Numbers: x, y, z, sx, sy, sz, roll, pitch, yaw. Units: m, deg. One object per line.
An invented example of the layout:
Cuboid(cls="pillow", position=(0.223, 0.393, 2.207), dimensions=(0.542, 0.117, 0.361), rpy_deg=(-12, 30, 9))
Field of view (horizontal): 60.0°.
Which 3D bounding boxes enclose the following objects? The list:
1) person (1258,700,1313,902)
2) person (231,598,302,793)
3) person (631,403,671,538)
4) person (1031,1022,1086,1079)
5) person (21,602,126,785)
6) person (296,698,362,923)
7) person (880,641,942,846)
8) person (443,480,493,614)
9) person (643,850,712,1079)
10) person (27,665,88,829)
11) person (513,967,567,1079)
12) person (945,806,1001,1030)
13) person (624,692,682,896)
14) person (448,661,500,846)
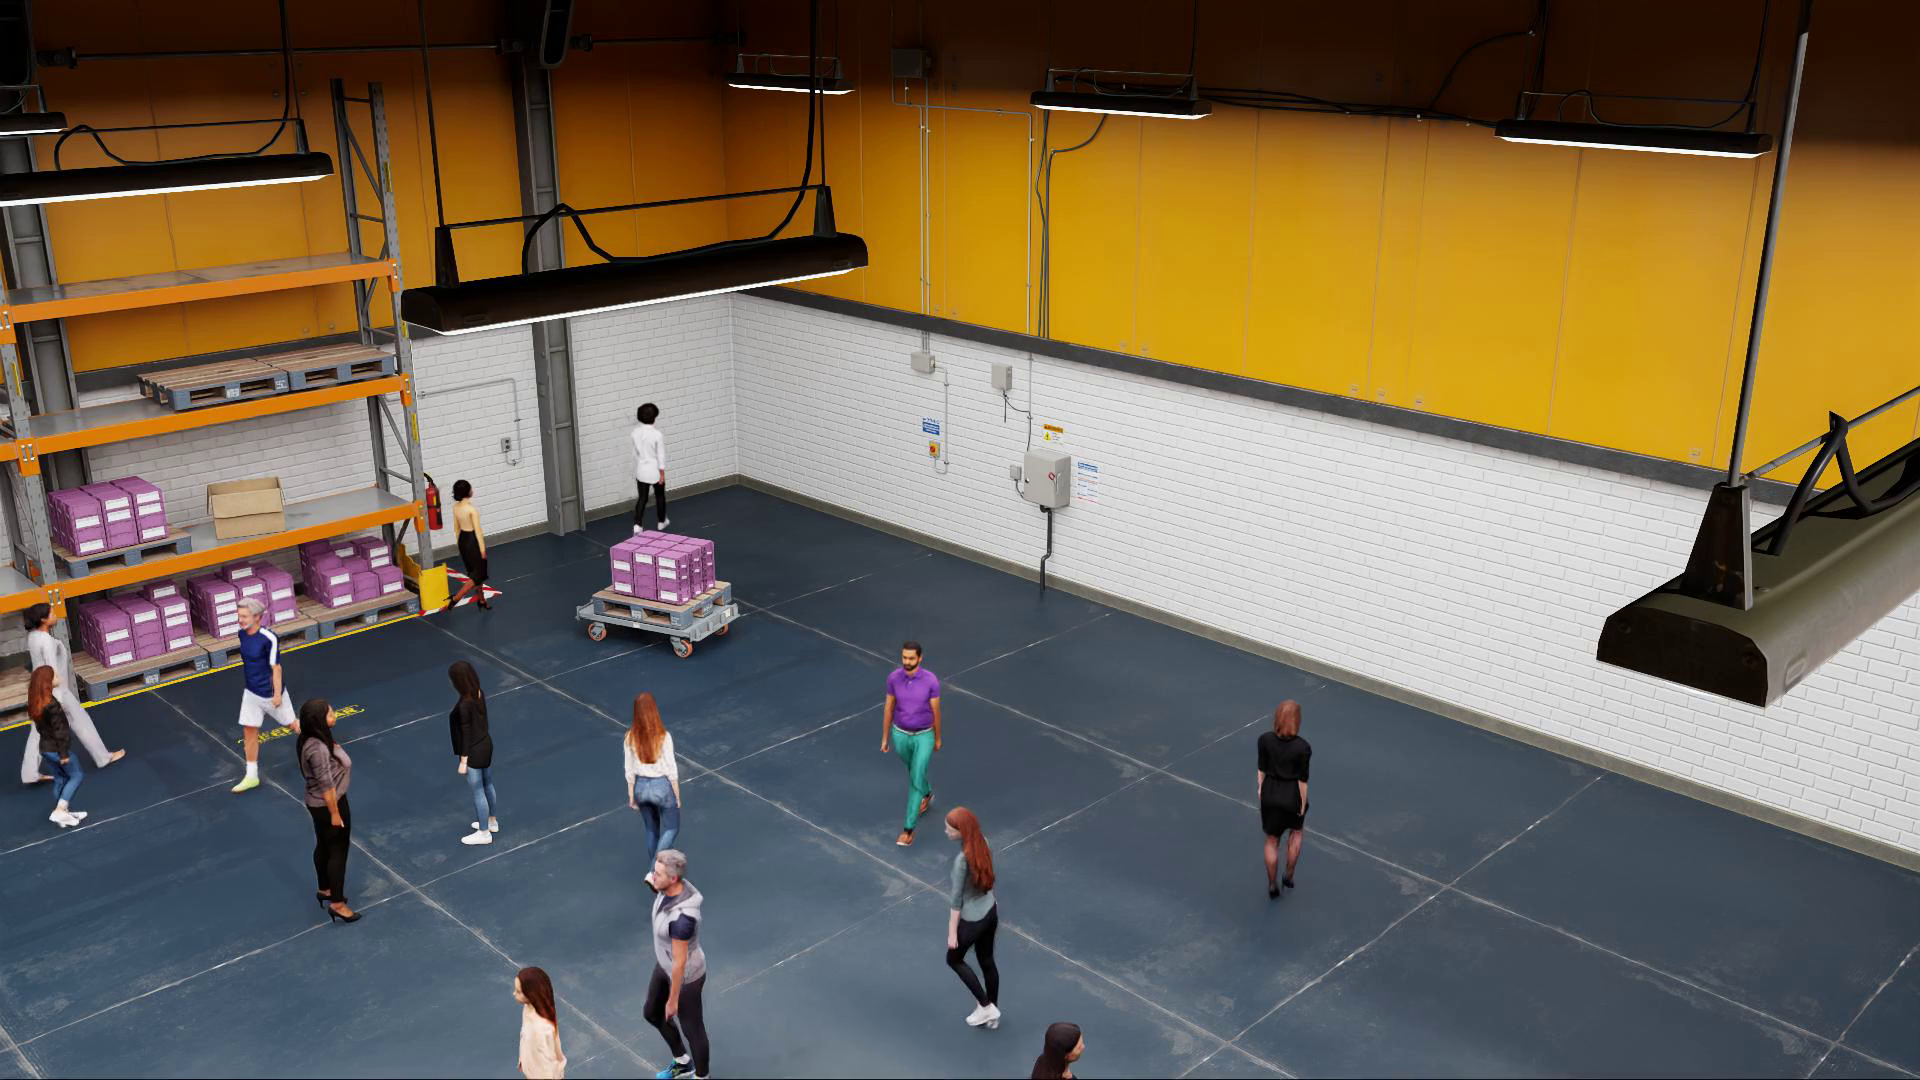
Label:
Cuboid(cls="person", position=(2.519, 2.097, 13.151), dimensions=(0.688, 1.692, 0.718), rpy_deg=(7, 20, 21))
Cuboid(cls="person", position=(-6.271, 1.351, 15.209), dimensions=(0.938, 1.794, 1.274), rpy_deg=(8, 20, 21))
Cuboid(cls="person", position=(-4.131, -0.893, 21.891), dimensions=(1.021, 1.782, 1.185), rpy_deg=(3, 19, 10))
Cuboid(cls="person", position=(0.444, 3.416, 9.141), dimensions=(0.934, 1.752, 0.814), rpy_deg=(-5, 19, -15))
Cuboid(cls="person", position=(-8.342, 1.431, 15.133), dimensions=(0.669, 1.691, 1.107), rpy_deg=(17, 25, 40))
Cuboid(cls="person", position=(-4.934, 2.088, 12.943), dimensions=(0.656, 1.842, 0.698), rpy_deg=(-12, 22, -32))
Cuboid(cls="person", position=(-0.377, 1.674, 14.371), dimensions=(1.029, 1.716, 1.298), rpy_deg=(6, 19, 16))
Cuboid(cls="person", position=(-5.655, 0.131, 19.077), dimensions=(0.656, 1.636, 0.919), rpy_deg=(13, 22, 33))
Cuboid(cls="person", position=(-1.728, 2.811, 10.839), dimensions=(0.792, 1.815, 0.817), rpy_deg=(-7, 20, -21))
Cuboid(cls="person", position=(-7.875, 1.814, 14.342), dimensions=(0.618, 1.469, 0.603), rpy_deg=(15, 24, 38))
Cuboid(cls="person", position=(-2.472, 3.247, 10.124), dimensions=(1.044, 1.446, 0.822), rpy_deg=(-8, 20, -21))
Cuboid(cls="person", position=(0.130, 2.656, 11.452), dimensions=(0.879, 1.717, 0.659), rpy_deg=(15, 24, 38))
Cuboid(cls="person", position=(-2.456, 2.049, 13.255), dimensions=(0.864, 1.718, 0.990), rpy_deg=(4, 19, 11))
Cuboid(cls="person", position=(-4.123, 1.790, 14.148), dimensions=(0.710, 1.639, 0.633), rpy_deg=(2, 19, 6))
